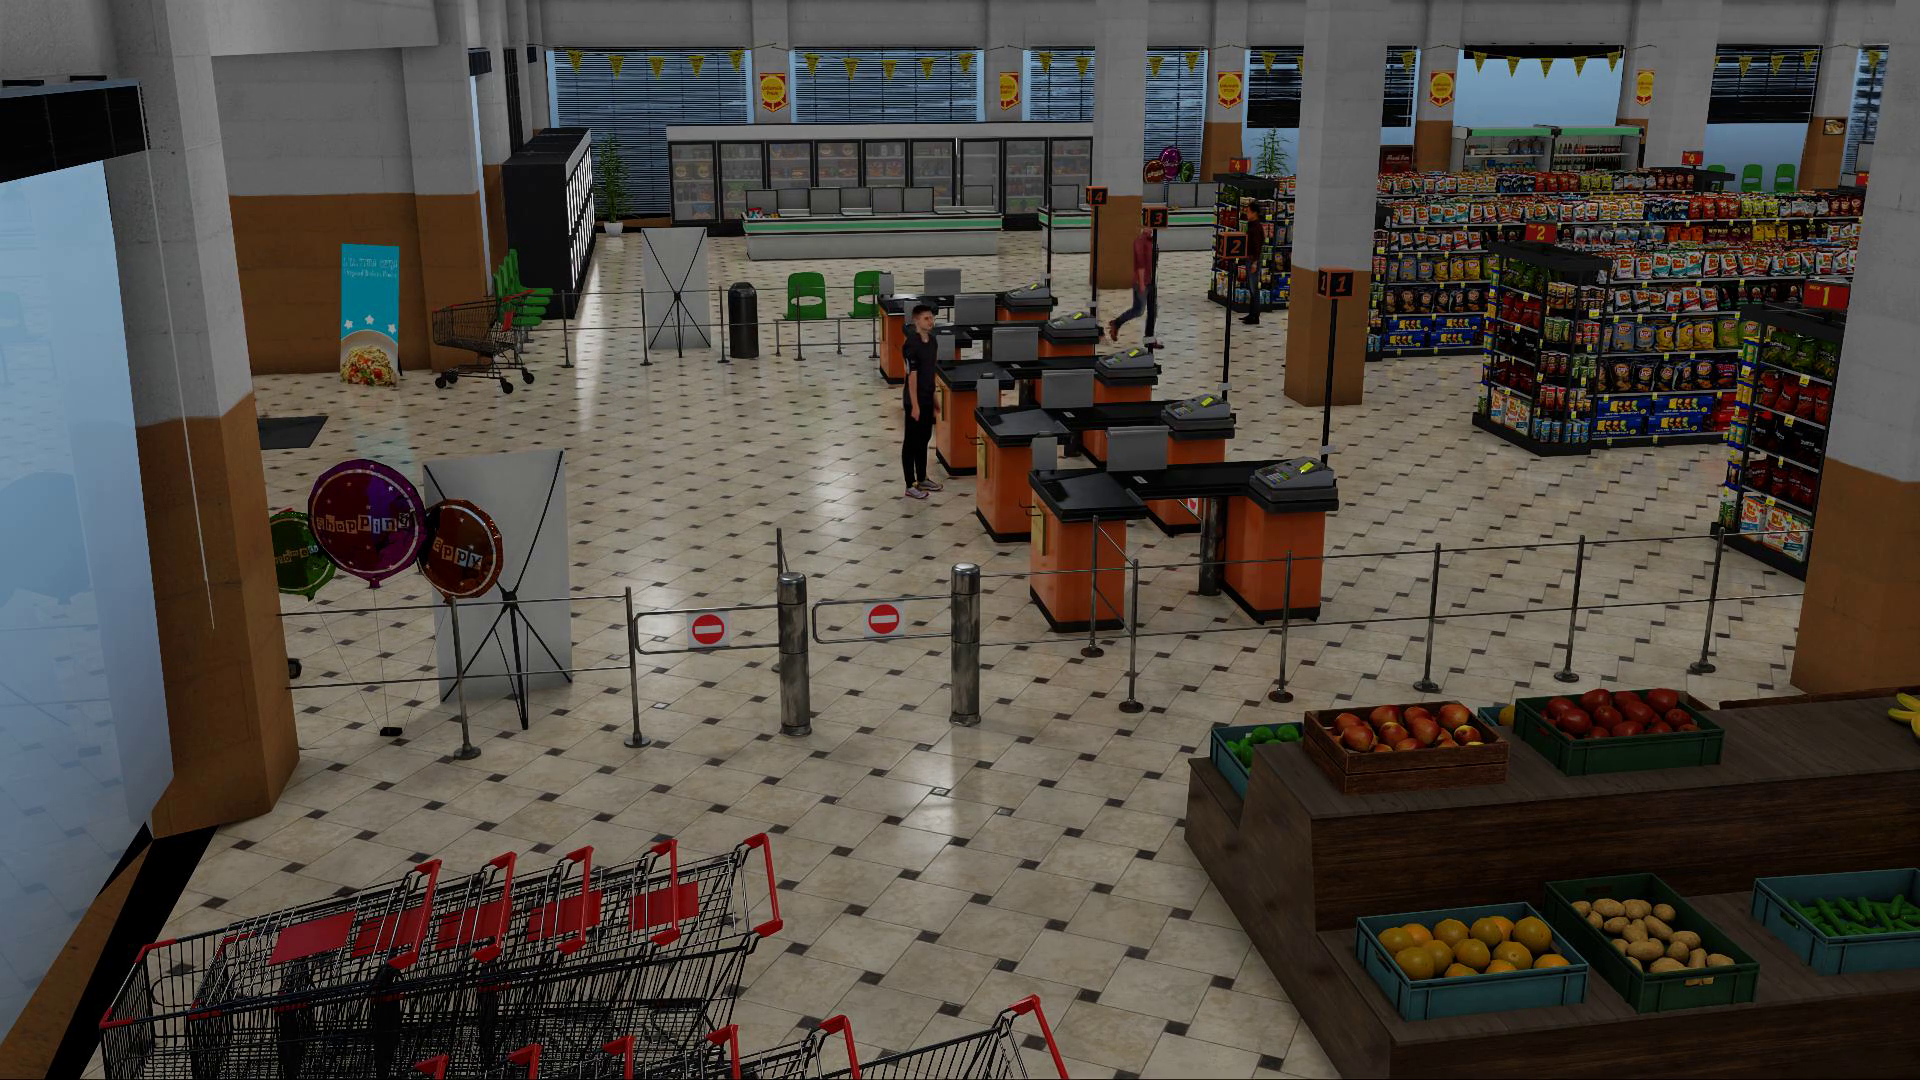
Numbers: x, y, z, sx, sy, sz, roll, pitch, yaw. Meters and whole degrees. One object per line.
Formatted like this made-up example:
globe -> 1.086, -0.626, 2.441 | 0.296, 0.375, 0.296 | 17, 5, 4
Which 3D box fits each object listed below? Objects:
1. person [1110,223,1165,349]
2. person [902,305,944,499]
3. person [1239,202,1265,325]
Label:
person -> 2.425, -3.500, 22.589 | 1.140, 1.804, 1.081 | 12, 21, 34
person -> -0.370, -1.294, 15.392 | 0.762, 1.764, 0.724 | 9, 19, 27
person -> 4.342, -4.091, 24.578 | 0.570, 1.779, 0.688 | 0, 17, 0
